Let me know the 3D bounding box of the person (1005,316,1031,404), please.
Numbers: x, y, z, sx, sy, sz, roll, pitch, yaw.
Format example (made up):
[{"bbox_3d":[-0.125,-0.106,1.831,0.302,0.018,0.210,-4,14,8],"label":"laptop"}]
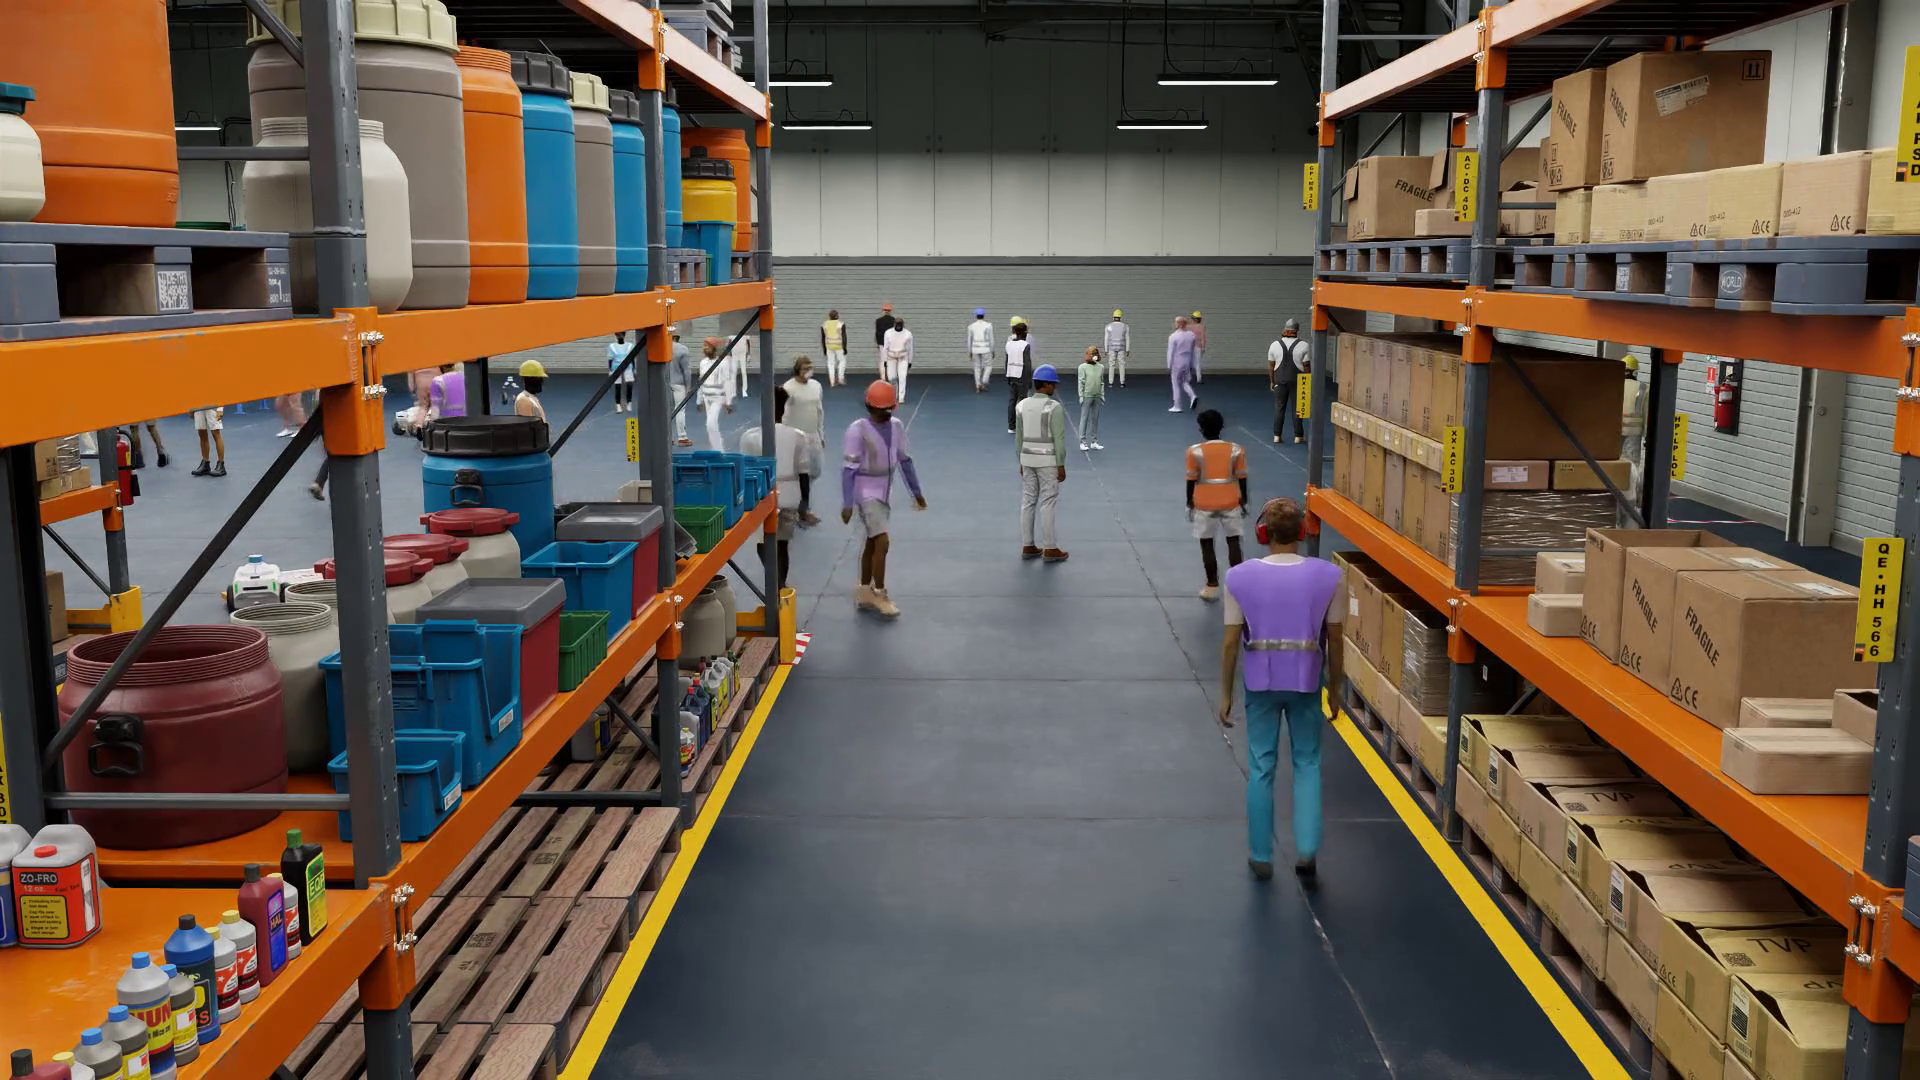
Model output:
[{"bbox_3d":[1.100,-3.357,32.114,0.416,1.915,0.609,9,13,43],"label":"person"}]

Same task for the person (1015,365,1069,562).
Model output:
[{"bbox_3d":[0.820,-0.771,16.567,0.402,1.940,0.602,-9,13,-44],"label":"person"}]

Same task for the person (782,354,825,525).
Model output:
[{"bbox_3d":[-1.824,-1.153,18.904,0.615,1.927,0.643,7,12,37],"label":"person"}]

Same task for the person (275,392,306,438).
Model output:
[{"bbox_3d":[-11.271,-2.634,27.970,0.673,1.857,0.605,8,13,41],"label":"person"}]

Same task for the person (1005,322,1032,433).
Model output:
[{"bbox_3d":[1.018,-2.804,28.808,0.377,1.917,0.600,-8,12,-39],"label":"person"}]

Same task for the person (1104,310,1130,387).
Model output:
[{"bbox_3d":[3.726,-4.539,39.453,0.600,1.831,0.404,1,10,4],"label":"person"}]

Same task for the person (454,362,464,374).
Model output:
[{"bbox_3d":[-8.900,-2.840,29.909,0.372,1.621,0.515,-3,10,-18],"label":"person"}]

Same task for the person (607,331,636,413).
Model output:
[{"bbox_3d":[-6.616,-3.316,32.585,0.562,1.677,0.574,-4,10,-21],"label":"person"}]

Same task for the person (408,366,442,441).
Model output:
[{"bbox_3d":[-8.668,-2.514,27.158,0.649,1.890,0.564,0,9,-1],"label":"person"}]

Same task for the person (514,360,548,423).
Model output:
[{"bbox_3d":[-4.512,-0.935,17.580,0.361,1.930,0.585,-2,10,-12],"label":"person"}]

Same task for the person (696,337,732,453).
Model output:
[{"bbox_3d":[-3.661,-2.026,24.313,0.603,1.859,0.625,8,13,41],"label":"person"}]

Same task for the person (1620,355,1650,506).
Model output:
[{"bbox_3d":[8.071,-1.322,20.191,0.603,1.828,0.404,5,11,26],"label":"person"}]

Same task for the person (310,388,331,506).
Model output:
[{"bbox_3d":[-7.611,-1.313,20.180,0.567,1.816,0.496,4,10,24],"label":"person"}]

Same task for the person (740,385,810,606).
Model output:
[{"bbox_3d":[-1.515,-0.318,13.864,0.604,1.941,0.857,-5,11,-27],"label":"person"}]

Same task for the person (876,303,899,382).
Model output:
[{"bbox_3d":[-1.724,-4.820,40.758,0.634,1.948,0.990,3,10,16],"label":"person"}]

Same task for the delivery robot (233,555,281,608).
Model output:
[{"bbox_3d":[-5.808,0.366,13.741,0.477,0.478,0.707,-4,10,-20],"label":"delivery robot"}]

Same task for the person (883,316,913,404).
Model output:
[{"bbox_3d":[-1.291,-3.802,35.059,0.630,1.823,0.542,1,10,4],"label":"person"}]

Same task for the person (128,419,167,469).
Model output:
[{"bbox_3d":[-11.739,-1.975,23.853,0.568,1.920,0.578,8,12,40],"label":"person"}]

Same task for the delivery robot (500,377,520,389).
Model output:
[{"bbox_3d":[-9.489,-3.326,35.080,0.335,0.223,0.698,-6,11,-32],"label":"delivery robot"}]

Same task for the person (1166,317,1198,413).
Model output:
[{"bbox_3d":[4.376,-3.454,32.799,0.645,1.888,0.517,-7,11,-34],"label":"person"}]

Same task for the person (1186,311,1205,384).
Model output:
[{"bbox_3d":[5.741,-4.685,40.534,0.526,1.765,0.329,7,12,35],"label":"person"}]

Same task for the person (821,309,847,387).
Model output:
[{"bbox_3d":[-2.971,-4.594,39.784,0.661,1.828,0.617,3,10,17],"label":"person"}]

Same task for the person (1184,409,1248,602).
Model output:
[{"bbox_3d":[2.238,-0.294,14.483,0.577,1.679,0.405,-1,10,-6],"label":"person"}]

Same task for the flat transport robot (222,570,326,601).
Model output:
[{"bbox_3d":[-5.684,0.399,14.675,1.431,0.197,0.652,-7,12,-35],"label":"flat transport robot"}]

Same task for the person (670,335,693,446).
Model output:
[{"bbox_3d":[-4.608,-2.489,26.857,0.636,1.939,0.364,4,10,21],"label":"person"}]

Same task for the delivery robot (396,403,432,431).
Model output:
[{"bbox_3d":[-9.345,-2.123,28.652,0.477,0.478,0.707,6,11,33],"label":"delivery robot"}]

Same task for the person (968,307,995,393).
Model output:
[{"bbox_3d":[0.492,-4.310,37.767,0.653,1.936,0.471,4,10,22],"label":"person"}]

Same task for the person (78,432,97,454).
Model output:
[{"bbox_3d":[-13.557,-2.037,25.178,0.524,1.598,0.852,8,12,39],"label":"person"}]

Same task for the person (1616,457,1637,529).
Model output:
[{"bbox_3d":[4.296,0.072,11.321,0.616,2.015,0.950,1,9,3],"label":"person"}]

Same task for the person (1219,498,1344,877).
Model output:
[{"bbox_3d":[1.530,0.724,7.953,0.583,1.827,0.460,1,10,8],"label":"person"}]

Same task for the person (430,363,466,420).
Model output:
[{"bbox_3d":[-6.282,-1.428,20.656,0.563,1.892,0.654,-9,13,-42],"label":"person"}]

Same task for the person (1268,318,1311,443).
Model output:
[{"bbox_3d":[5.441,-2.607,27.387,0.688,2.000,0.539,4,10,22],"label":"person"}]

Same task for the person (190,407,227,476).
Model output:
[{"bbox_3d":[-10.459,-1.851,23.047,0.551,1.934,0.363,3,10,17],"label":"person"}]

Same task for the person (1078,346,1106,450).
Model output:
[{"bbox_3d":[2.086,-2.245,26.311,0.500,1.633,0.279,-6,11,-33],"label":"person"}]

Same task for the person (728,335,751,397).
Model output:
[{"bbox_3d":[-4.860,-4.083,36.610,0.516,1.873,0.329,0,9,0],"label":"person"}]

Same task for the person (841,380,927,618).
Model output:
[{"bbox_3d":[-0.638,-0.356,13.941,0.735,1.979,0.768,6,11,33],"label":"person"}]
